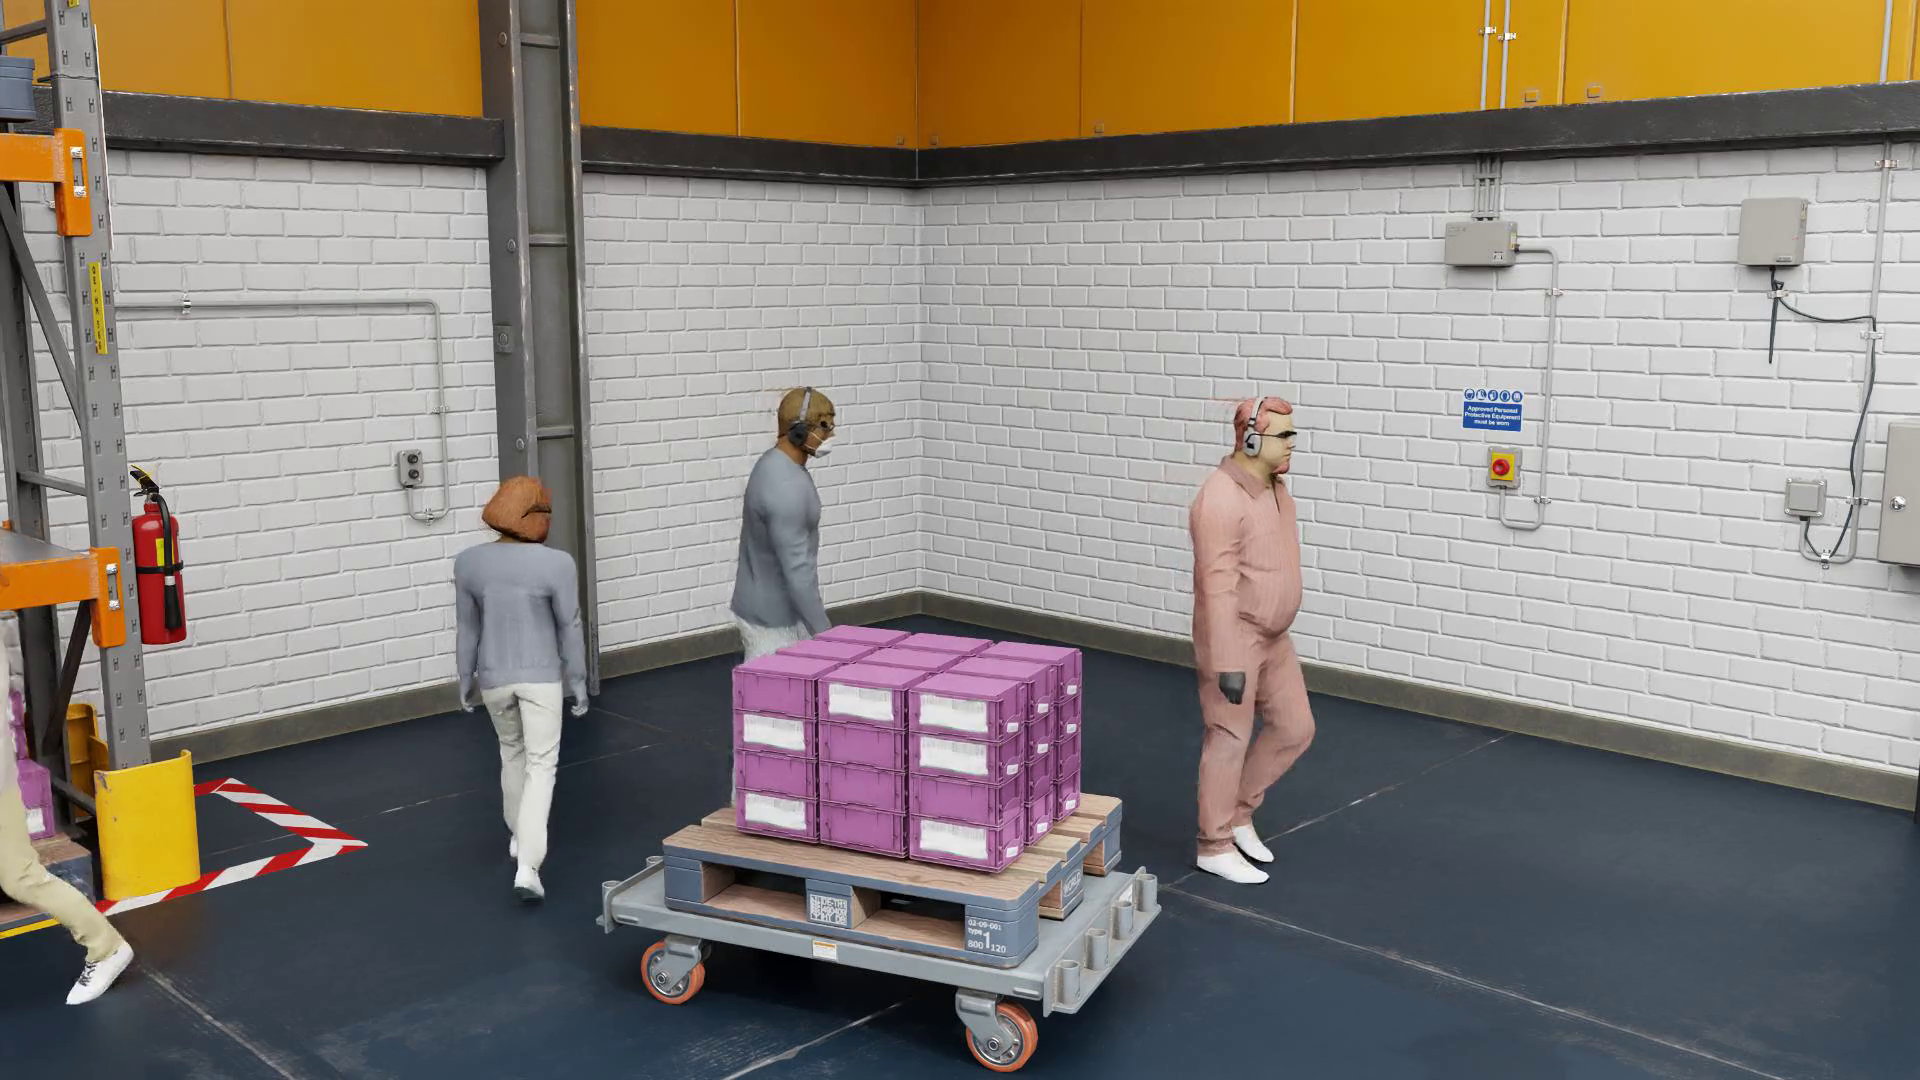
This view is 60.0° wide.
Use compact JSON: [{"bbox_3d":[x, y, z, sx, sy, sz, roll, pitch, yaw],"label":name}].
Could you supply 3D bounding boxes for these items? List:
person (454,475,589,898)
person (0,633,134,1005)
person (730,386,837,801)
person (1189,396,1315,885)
[{"bbox_3d":[-1.696,0.545,6.384,0.528,1.590,0.773,1,9,9],"label":"person"},{"bbox_3d":[-2.995,0.747,5.101,0.515,1.593,0.847,6,11,33],"label":"person"},{"bbox_3d":[-0.652,0.324,6.784,0.698,1.902,0.660,0,9,-2],"label":"person"},{"bbox_3d":[1.118,0.393,6.373,0.439,1.888,0.678,6,11,35],"label":"person"}]
